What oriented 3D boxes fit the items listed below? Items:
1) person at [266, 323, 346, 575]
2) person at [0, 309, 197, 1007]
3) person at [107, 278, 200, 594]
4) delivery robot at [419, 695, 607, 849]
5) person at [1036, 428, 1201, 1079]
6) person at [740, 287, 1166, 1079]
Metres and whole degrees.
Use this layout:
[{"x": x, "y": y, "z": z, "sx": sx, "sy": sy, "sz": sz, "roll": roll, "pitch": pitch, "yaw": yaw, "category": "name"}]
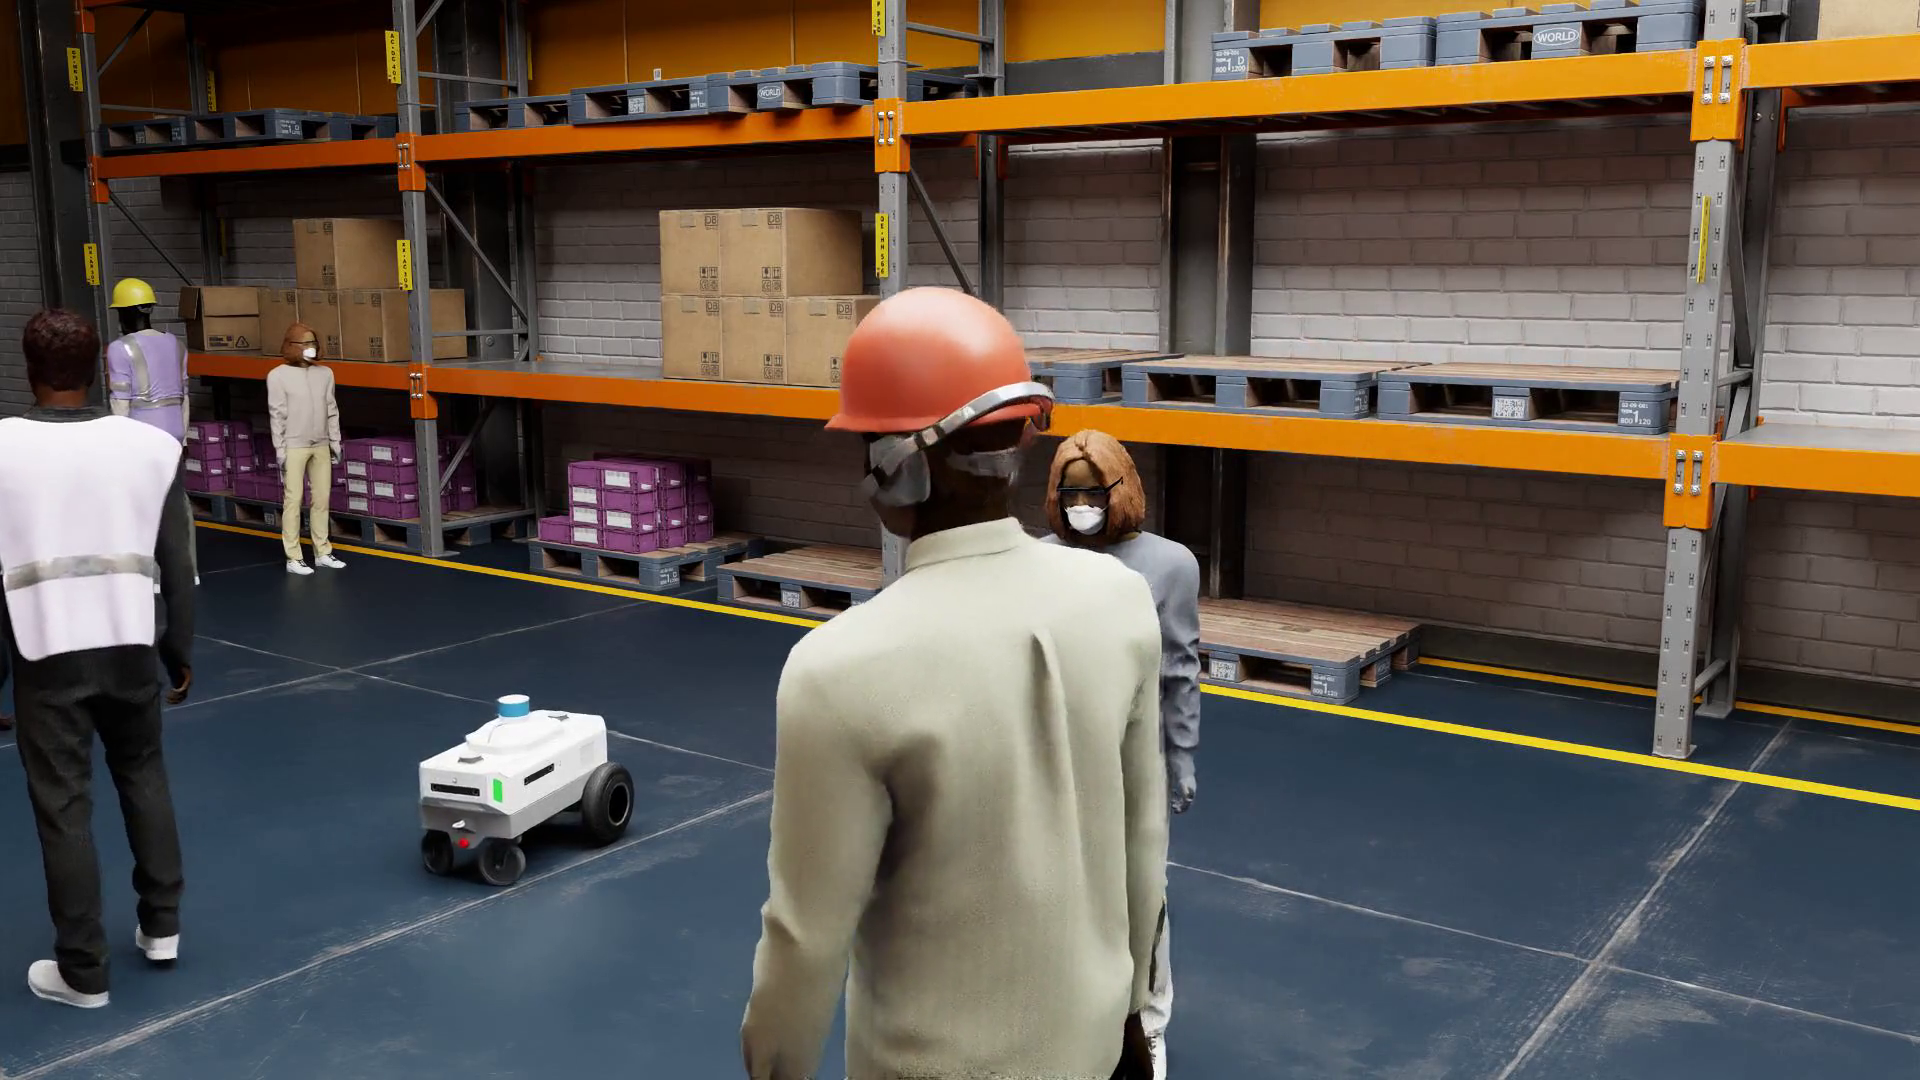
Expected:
[{"x": -4.241, "y": -0.591, "z": 10.795, "sx": 0.280, "sy": 1.625, "sz": 0.498, "roll": 6, "pitch": 11, "yaw": 33, "category": "person"}, {"x": -2.415, "y": 0.318, "z": 4.605, "sx": 0.590, "sy": 1.888, "sz": 0.487, "roll": -8, "pitch": 12, "yaw": -40, "category": "person"}, {"x": -4.946, "y": -0.626, "z": 10.144, "sx": 0.401, "sy": 1.918, "sz": 0.588, "roll": 3, "pitch": 10, "yaw": 16, "category": "person"}, {"x": -1.495, "y": 0.767, "z": 5.607, "sx": 0.477, "sy": 0.478, "sz": 0.707, "roll": 3, "pitch": 10, "yaw": 18, "category": "delivery robot"}, {"x": 0.337, "y": 0.534, "z": 4.100, "sx": 0.509, "sy": 1.622, "sz": 0.295, "roll": 3, "pitch": 10, "yaw": 15, "category": "person"}, {"x": 0.006, "y": 0.666, "z": 2.225, "sx": 0.645, "sy": 1.989, "sz": 0.407, "roll": -9, "pitch": 13, "yaw": -42, "category": "person"}]
